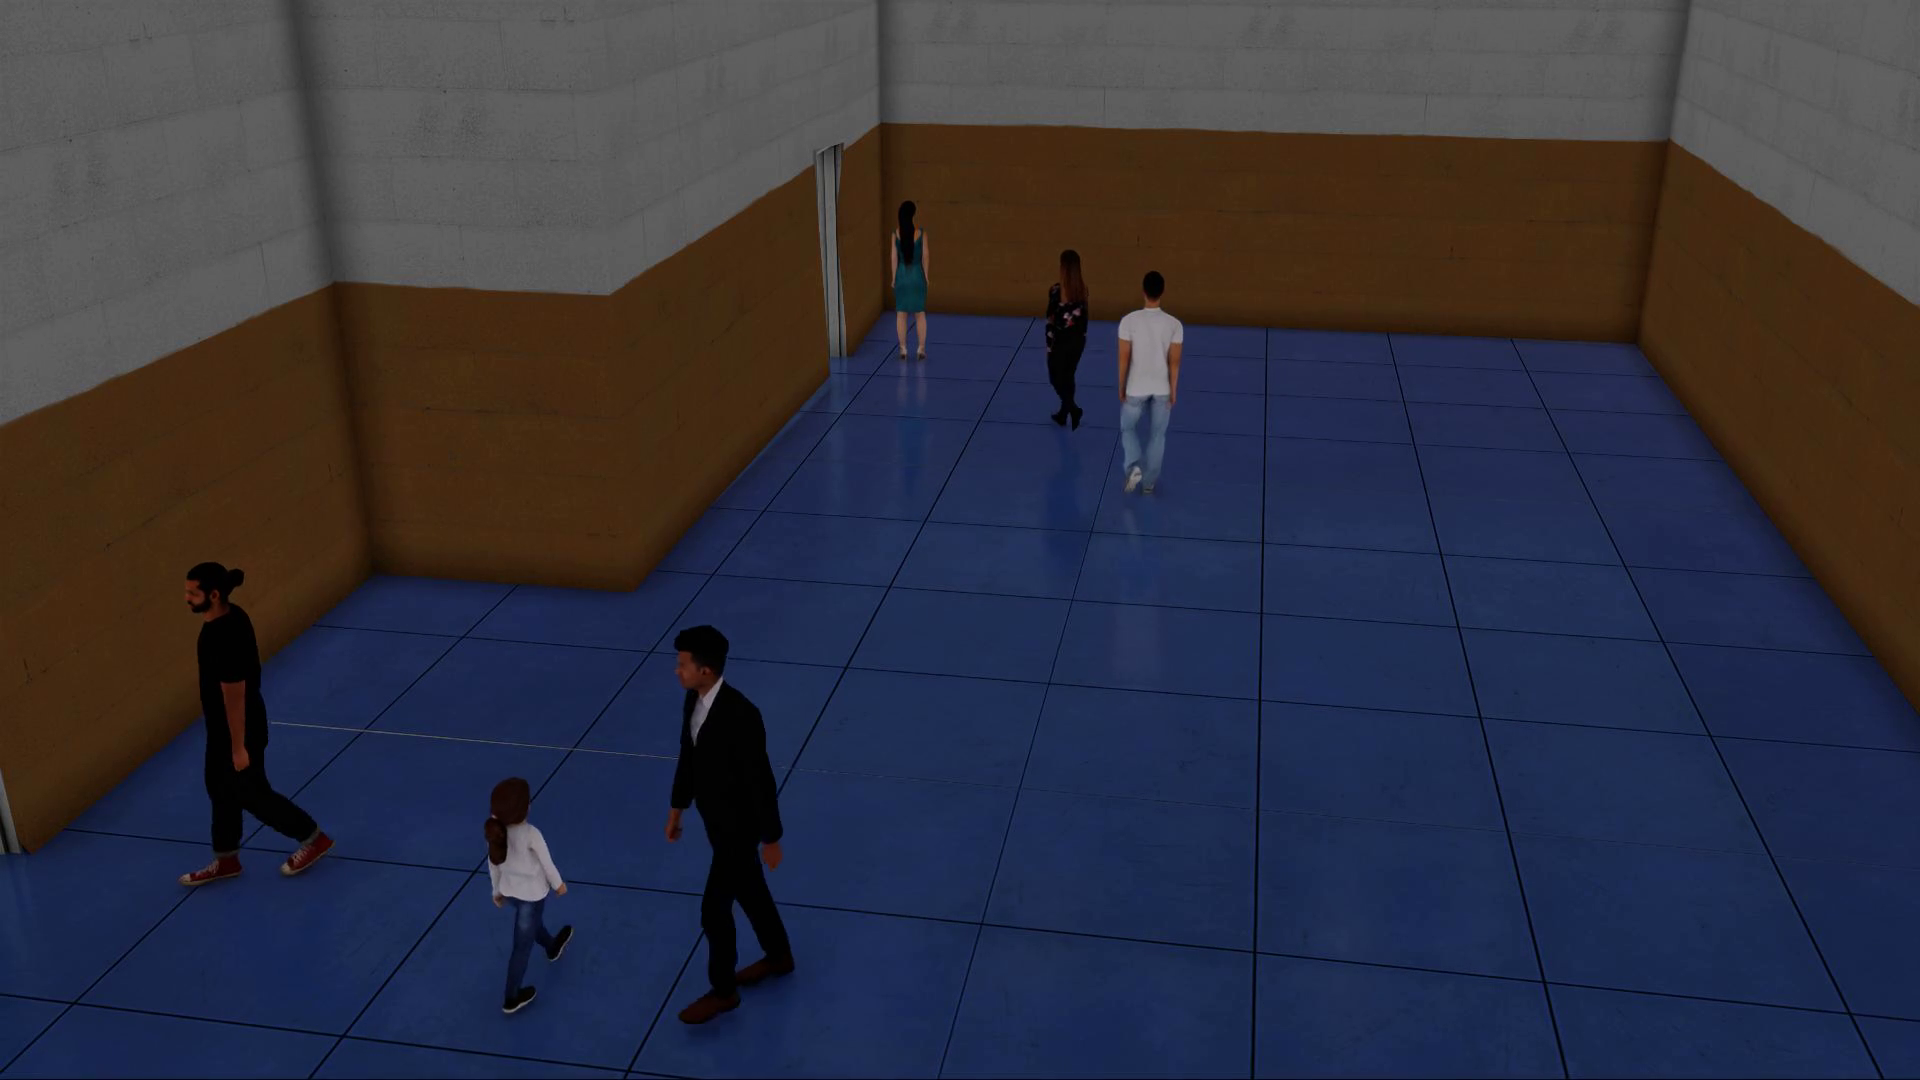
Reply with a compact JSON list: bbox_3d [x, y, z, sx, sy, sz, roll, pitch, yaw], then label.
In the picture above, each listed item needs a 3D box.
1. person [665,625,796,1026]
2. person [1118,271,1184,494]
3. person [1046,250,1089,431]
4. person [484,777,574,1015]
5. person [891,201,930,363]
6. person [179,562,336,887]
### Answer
[{"bbox_3d":[-0.917,1.216,7.403,1.064,1.845,1.000,-13,25,-30],"label":"person"},{"bbox_3d":[1.526,-1.217,13.456,0.847,1.846,0.792,1,22,3],"label":"person"},{"bbox_3d":[1.002,-1.787,15.114,0.940,1.668,0.937,-10,24,-23],"label":"person"},{"bbox_3d":[-1.995,1.600,7.471,0.774,1.082,0.665,11,25,26],"label":"person"},{"bbox_3d":[-0.525,-2.703,17.371,0.471,1.685,0.635,0,22,-1],"label":"person"},{"bbox_3d":[-3.529,0.920,8.278,1.090,1.743,0.990,-12,25,-27],"label":"person"}]
